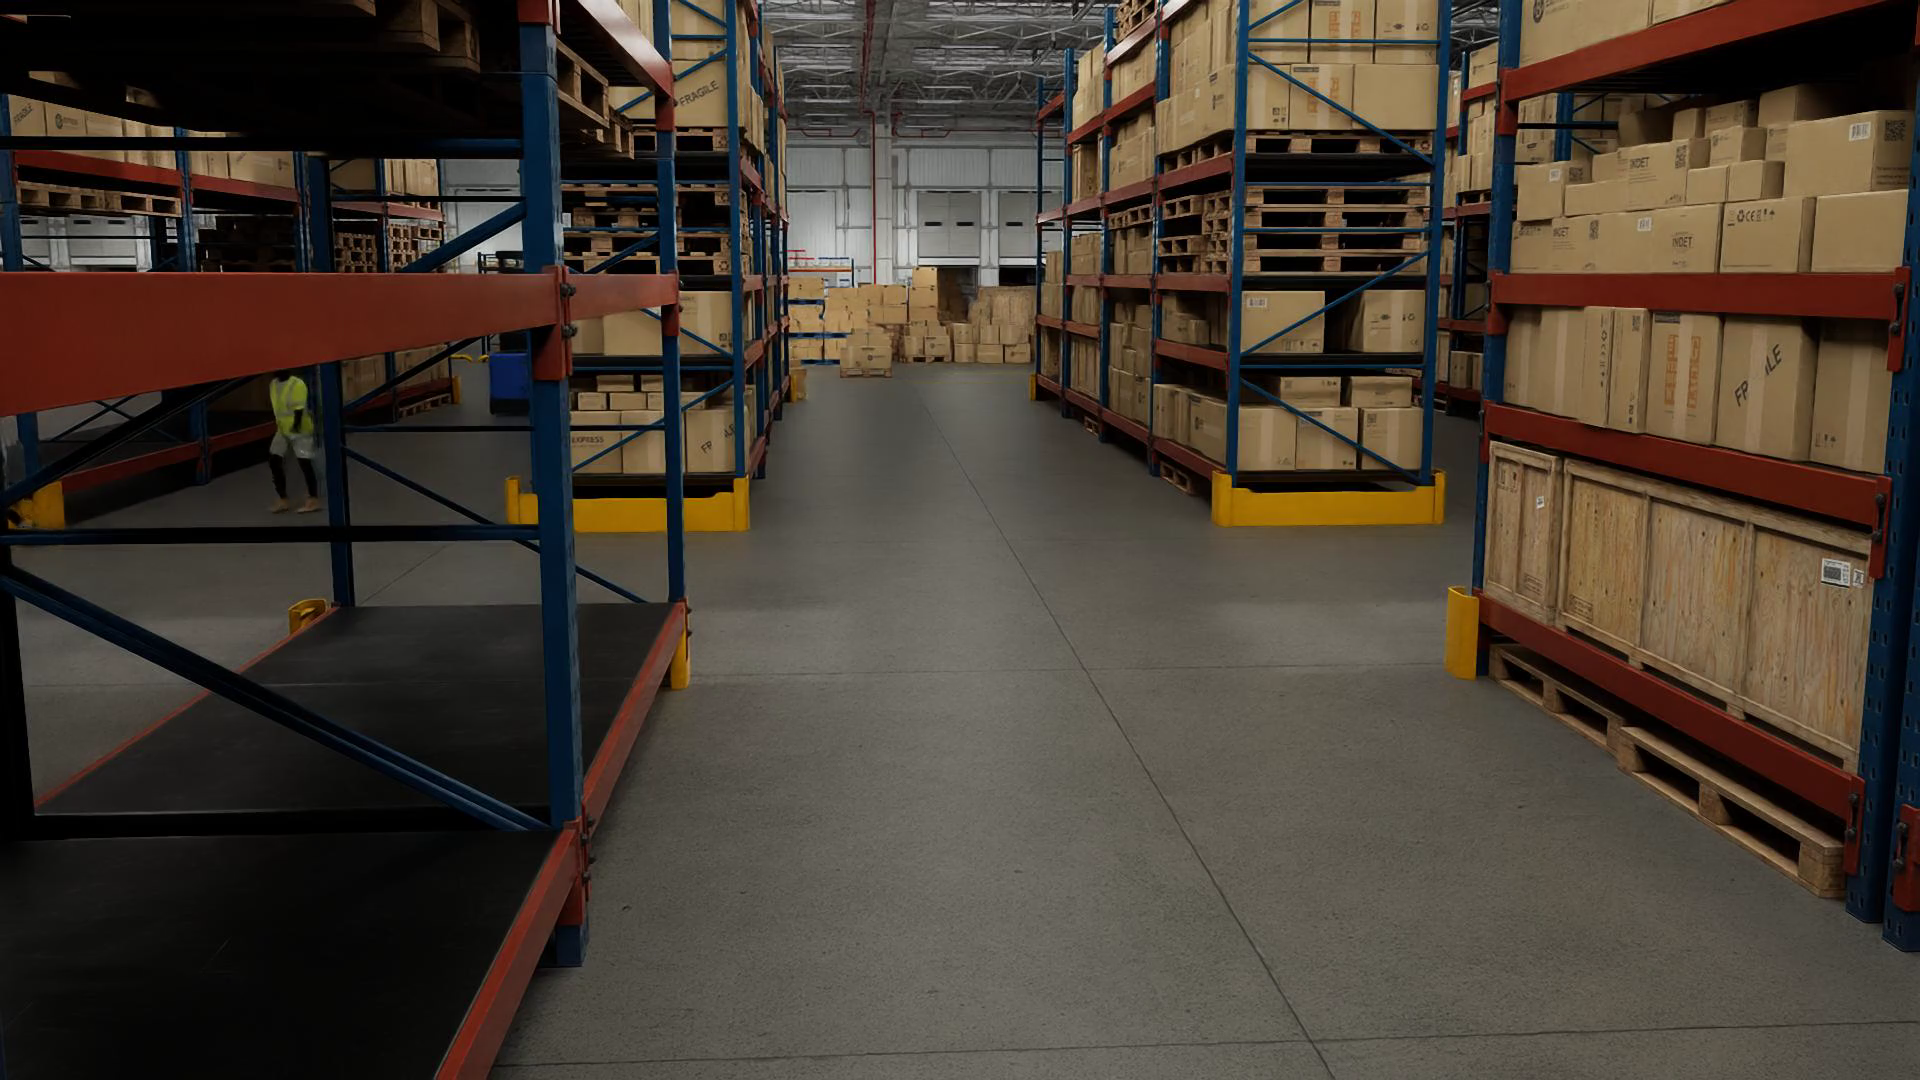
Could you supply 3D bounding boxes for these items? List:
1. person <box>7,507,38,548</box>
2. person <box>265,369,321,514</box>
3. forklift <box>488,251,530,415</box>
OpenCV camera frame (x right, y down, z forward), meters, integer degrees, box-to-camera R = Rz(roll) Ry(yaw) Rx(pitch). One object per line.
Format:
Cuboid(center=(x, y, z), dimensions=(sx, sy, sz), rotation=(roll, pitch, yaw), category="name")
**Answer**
Cuboid(center=(-8.378, -0.684, 14.239), dimensions=(0.734, 1.667, 0.532), rotation=(-7, 11, -37), category="person")
Cuboid(center=(-6.732, -1.071, 16.642), dimensions=(0.545, 1.668, 0.630), rotation=(5, 10, 28), category="person")
Cuboid(center=(-7.499, -3.614, 28.825), dimensions=(1.129, 2.768, 1.873), rotation=(-1, 9, -4), category="forklift")
